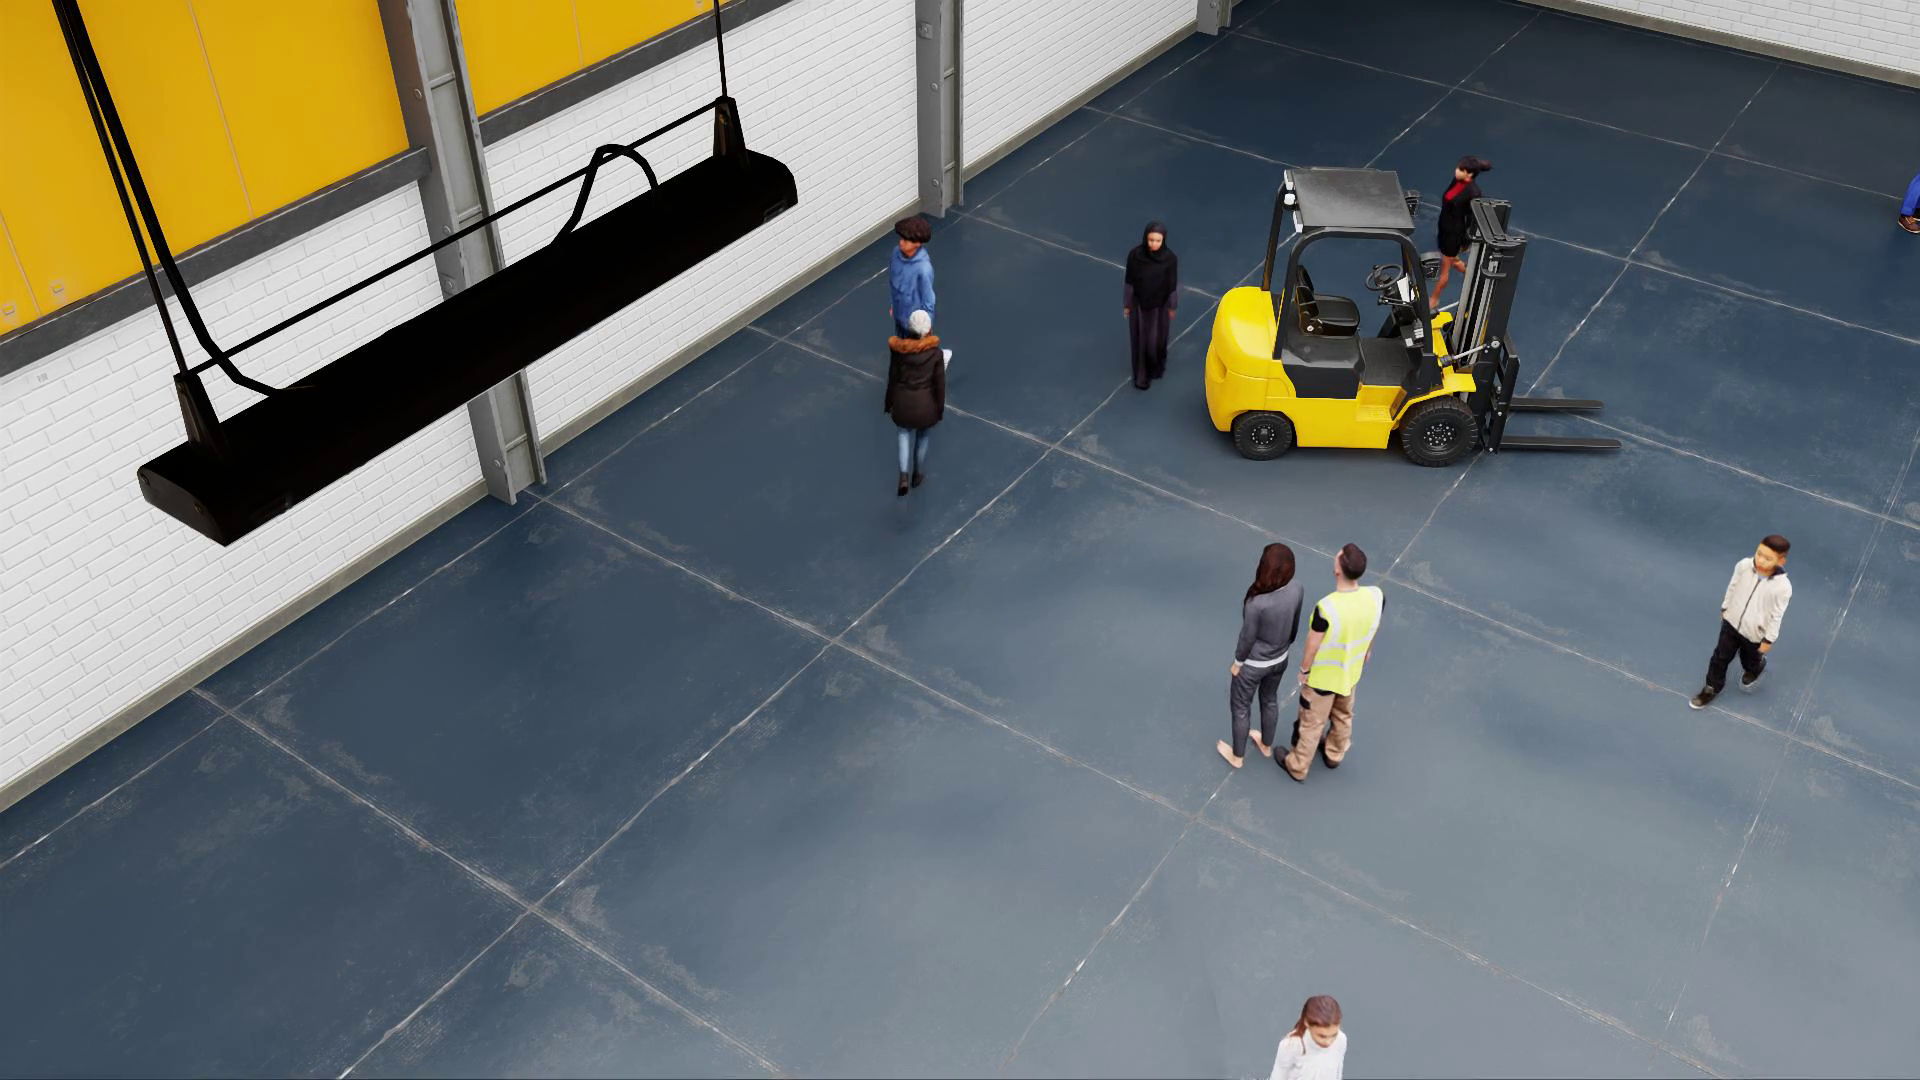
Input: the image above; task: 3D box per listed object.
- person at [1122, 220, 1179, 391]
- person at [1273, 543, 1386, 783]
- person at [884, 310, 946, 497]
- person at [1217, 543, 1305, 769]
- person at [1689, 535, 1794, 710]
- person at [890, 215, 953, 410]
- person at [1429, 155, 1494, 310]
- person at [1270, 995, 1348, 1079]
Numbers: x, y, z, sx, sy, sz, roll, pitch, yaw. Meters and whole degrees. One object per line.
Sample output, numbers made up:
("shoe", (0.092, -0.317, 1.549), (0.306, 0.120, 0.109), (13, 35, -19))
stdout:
("person", (1.666, -2.085, 14.436), (0.756, 1.605, 0.846), (10, 40, 12))
("person", (2.385, 0.804, 10.629), (0.812, 1.841, 0.898), (-16, 41, -19))
("person", (-0.363, -1.030, 13.102), (0.853, 1.621, 0.948), (3, 39, 3))
("person", (1.967, 0.756, 10.748), (0.618, 1.768, 0.753), (-20, 43, -23))
("person", (5.391, 0.548, 11.273), (0.911, 1.437, 0.735), (-25, 45, -28))
("person", (-0.347, -1.955, 14.123), (1.089, 1.792, 0.907), (-22, 43, -25))
("person", (4.596, -2.797, 15.315), (0.971, 1.620, 0.907), (-7, 39, -9))
("person", (1.709, 2.751, 8.426), (0.750, 1.548, 0.800), (-8, 39, -10))
